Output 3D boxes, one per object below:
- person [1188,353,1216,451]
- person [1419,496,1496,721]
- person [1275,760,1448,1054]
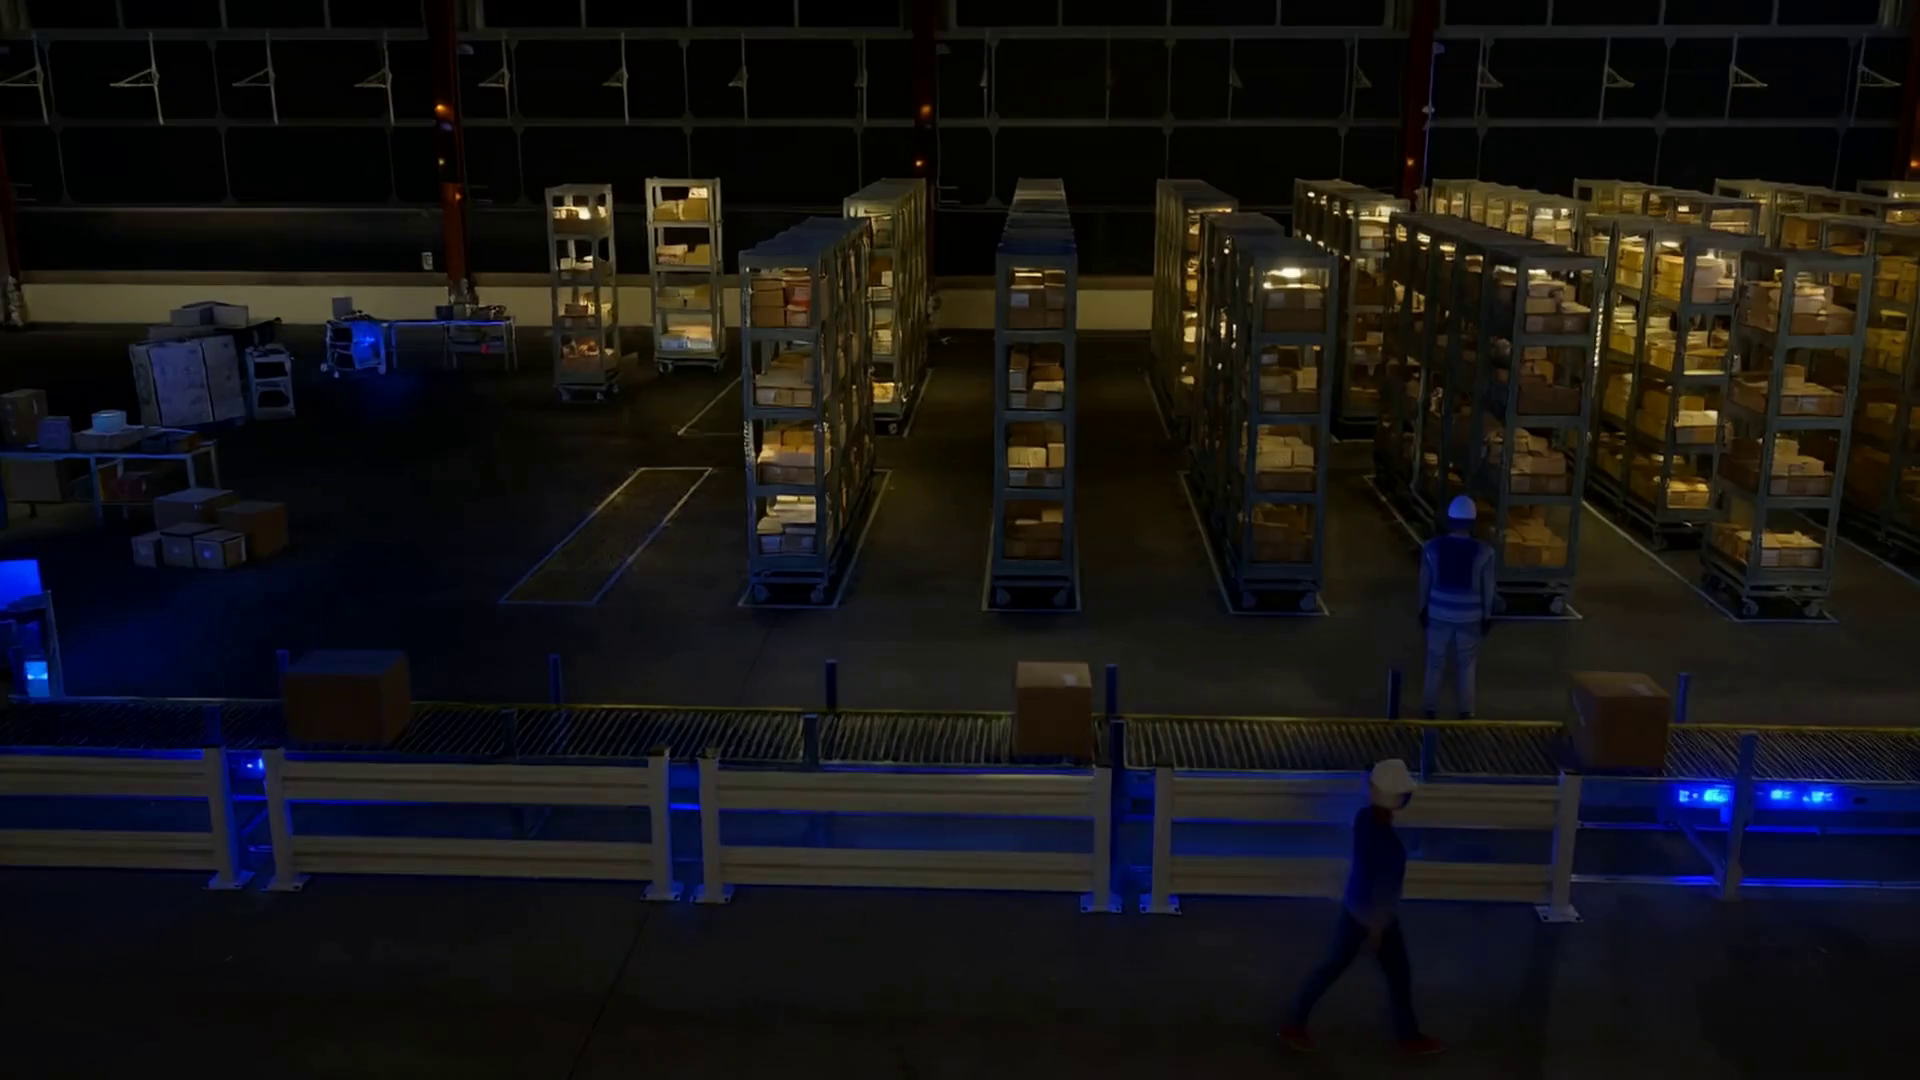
[{"bbox_3d":[3.743,-2.174,24.219,0.918,1.785,0.629,-2,15,-9],"label":"person"},{"bbox_3d":[4.059,0.598,13.625,0.605,1.949,0.382,6,16,22],"label":"person"},{"bbox_3d":[2.170,1.984,8.923,0.944,1.717,0.532,-2,15,-8],"label":"person"}]
